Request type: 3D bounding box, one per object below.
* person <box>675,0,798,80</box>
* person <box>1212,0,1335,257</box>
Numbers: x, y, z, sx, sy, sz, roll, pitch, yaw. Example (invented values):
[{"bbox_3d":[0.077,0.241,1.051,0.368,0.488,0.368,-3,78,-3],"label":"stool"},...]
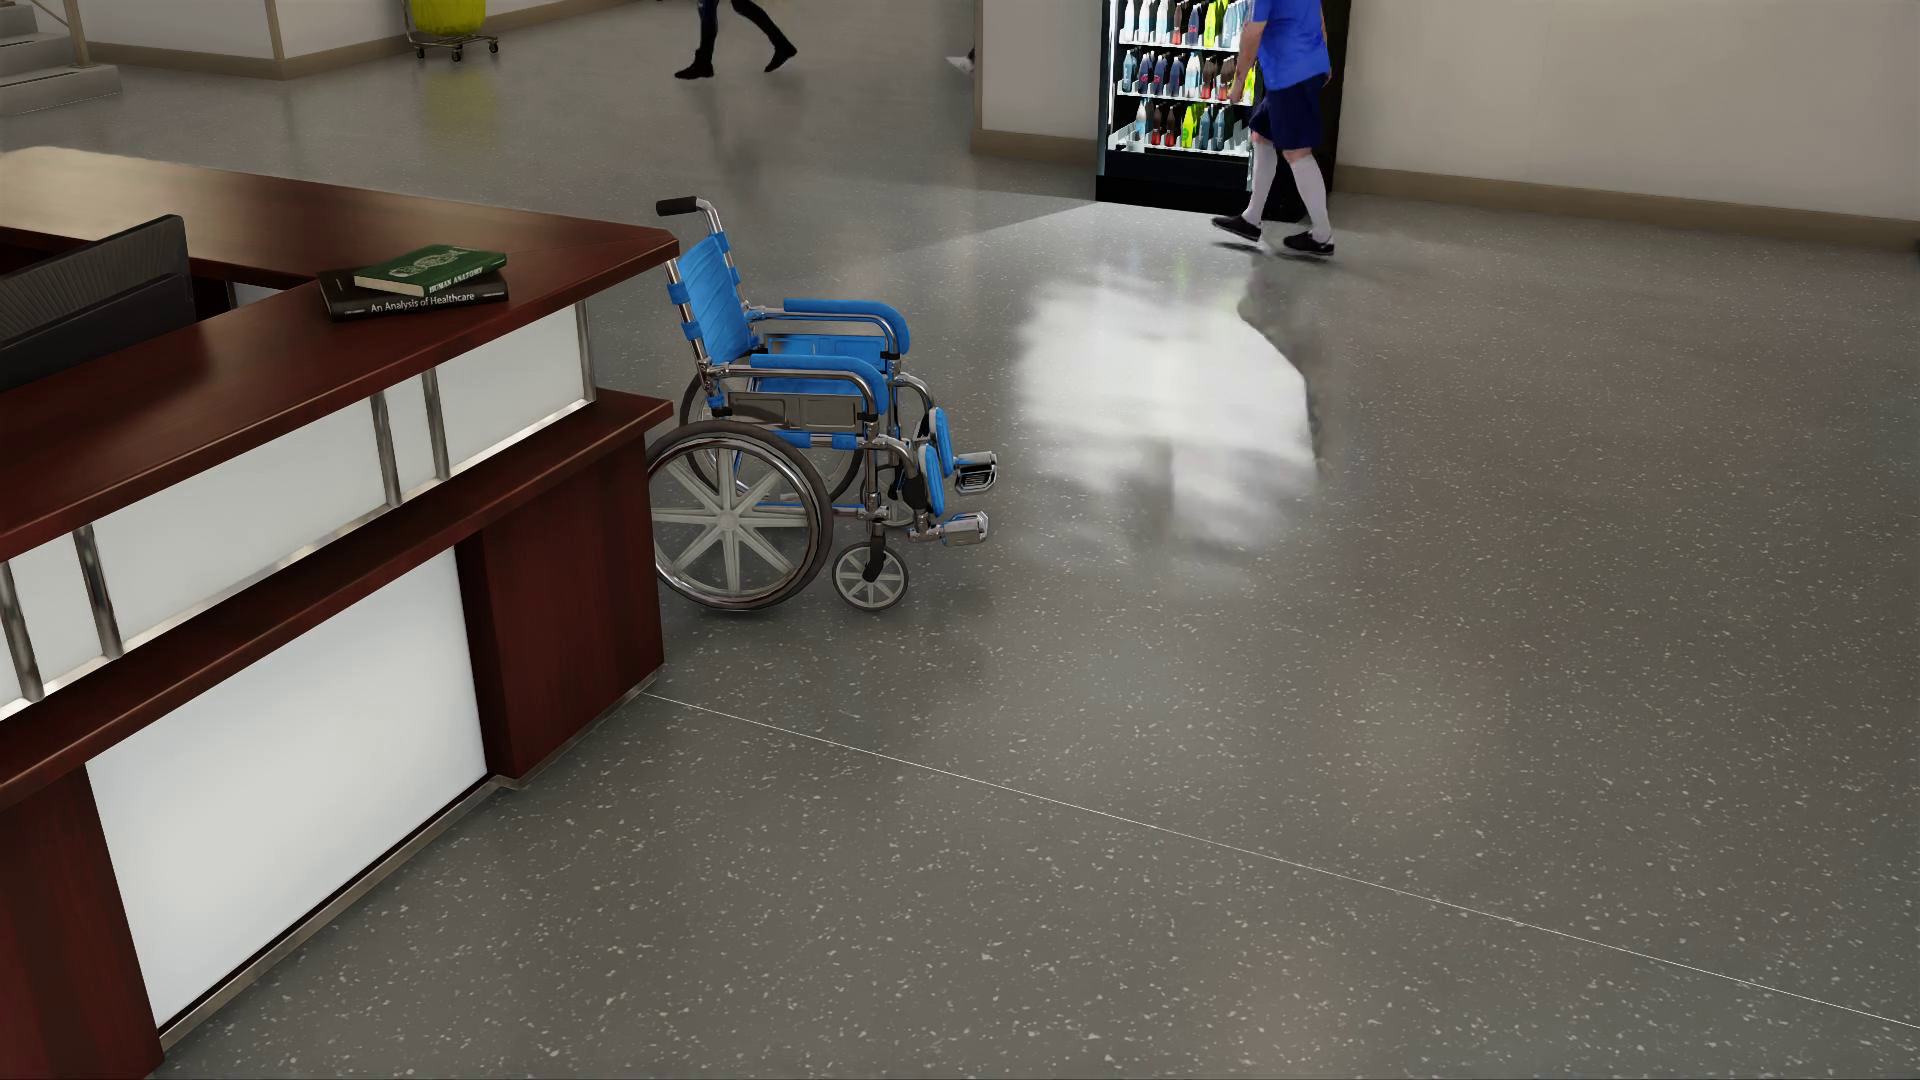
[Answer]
[{"bbox_3d":[-1.731,-4.549,12.960,1.318,1.871,1.118,-3,26,-7],"label":"person"},{"bbox_3d":[1.752,-2.326,8.456,0.988,1.780,0.760,20,32,35],"label":"person"}]
